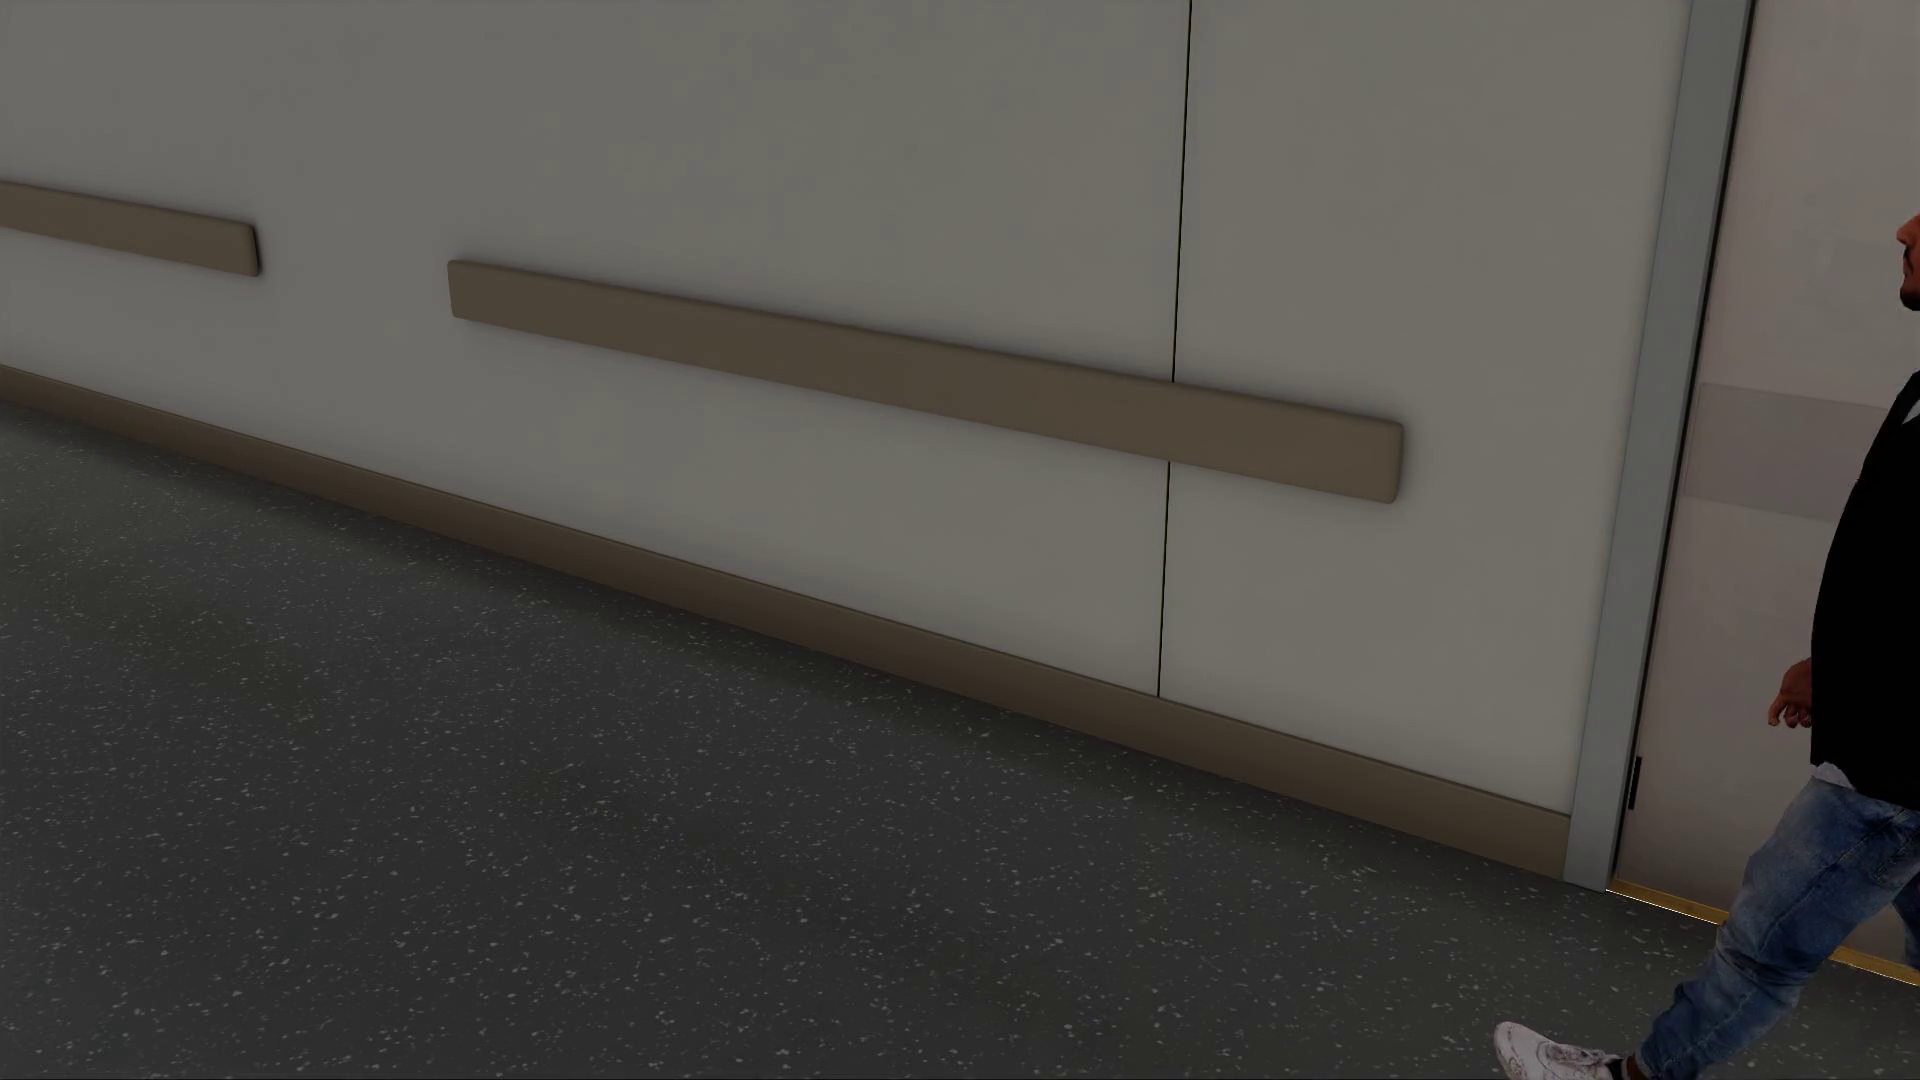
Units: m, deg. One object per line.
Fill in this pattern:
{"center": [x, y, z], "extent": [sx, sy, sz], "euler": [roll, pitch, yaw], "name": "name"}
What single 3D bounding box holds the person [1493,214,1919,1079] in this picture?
{"center": [1.540, 0.312, 2.448], "extent": [0.763, 1.775, 1.011], "euler": [13, 25, 31], "name": "person"}
